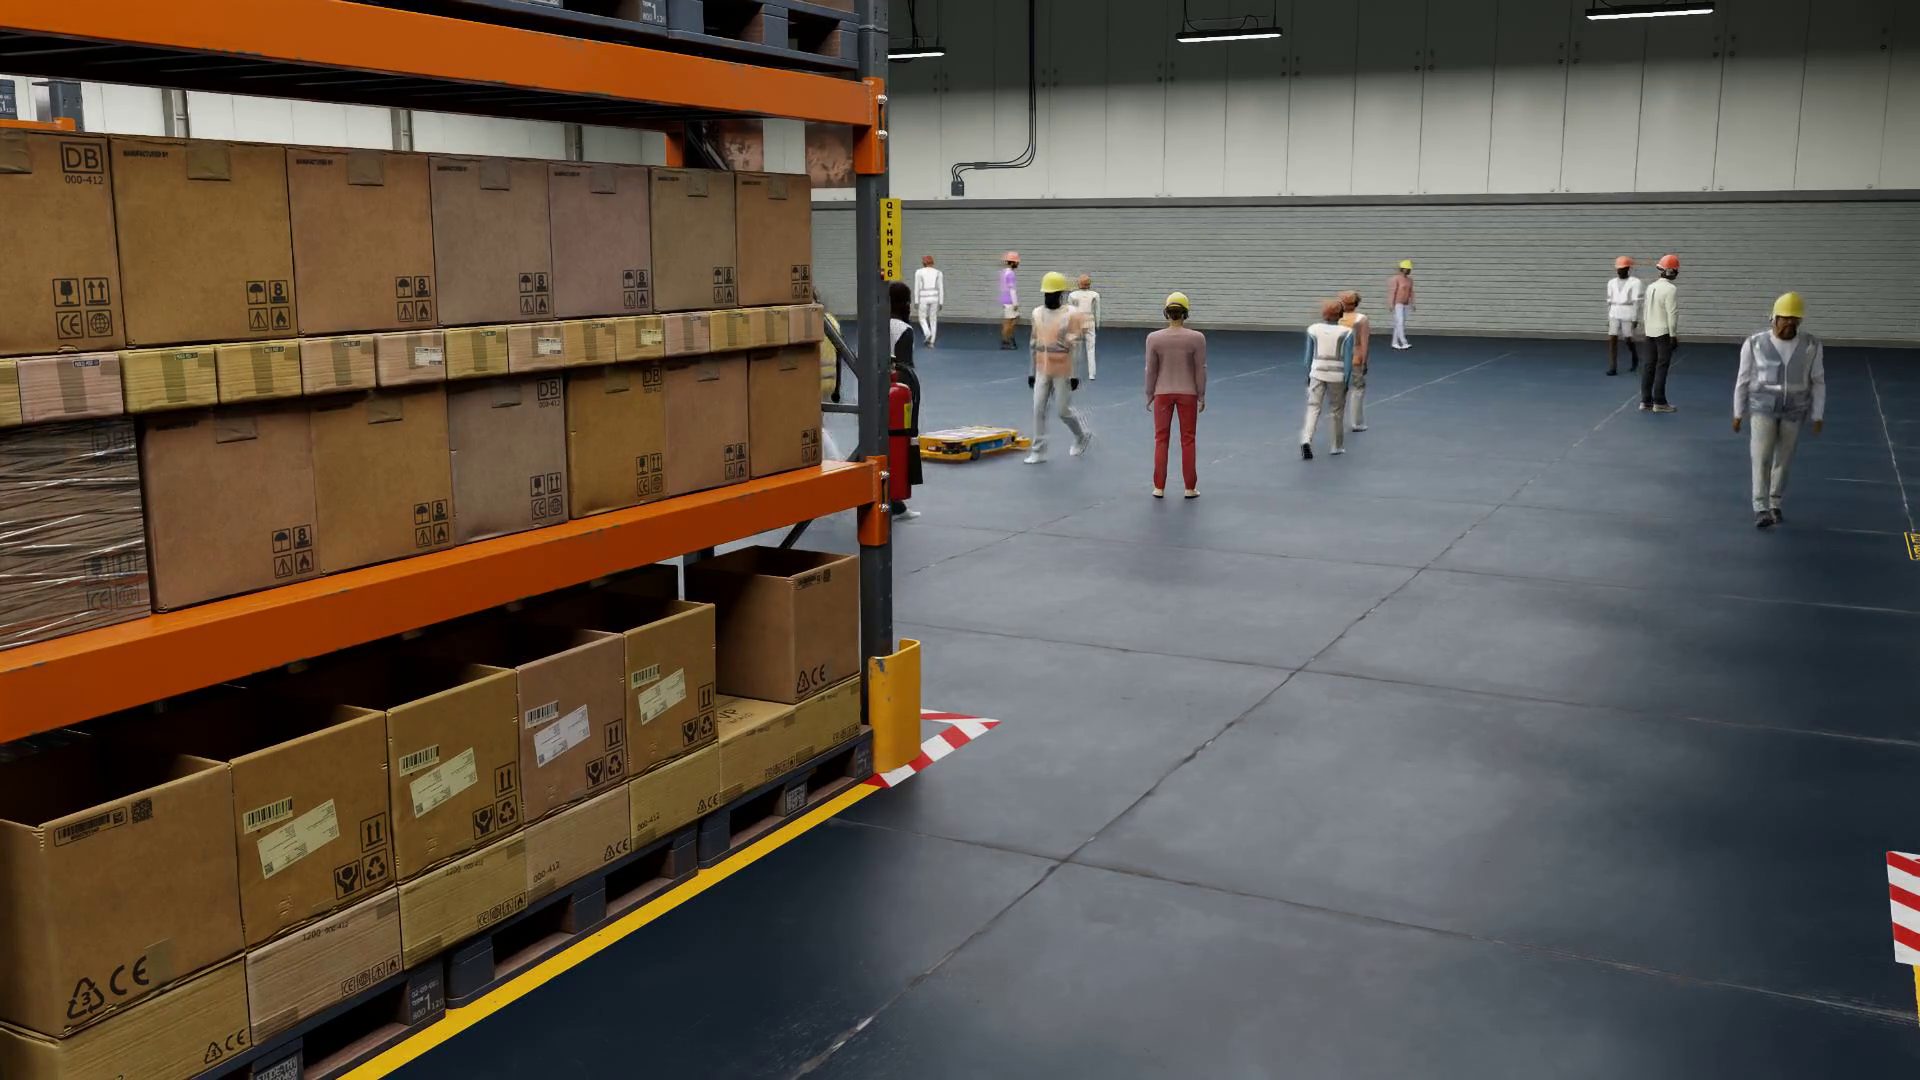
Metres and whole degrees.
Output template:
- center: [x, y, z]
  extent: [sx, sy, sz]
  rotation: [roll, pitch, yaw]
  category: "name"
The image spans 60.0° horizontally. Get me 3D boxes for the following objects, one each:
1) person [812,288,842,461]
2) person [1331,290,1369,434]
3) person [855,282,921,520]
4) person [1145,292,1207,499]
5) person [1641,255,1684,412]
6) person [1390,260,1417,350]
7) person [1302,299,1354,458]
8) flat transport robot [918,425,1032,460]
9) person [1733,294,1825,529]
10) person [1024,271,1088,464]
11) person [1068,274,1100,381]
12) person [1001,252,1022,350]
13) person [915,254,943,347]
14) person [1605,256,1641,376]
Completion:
- center: [-1.288, -1.298, 14.431]
  extent: [0.456, 1.815, 0.654]
  rotation: [6, 12, 31]
  category: "person"
- center: [4.420, -2.007, 18.822]
  extent: [0.538, 1.613, 0.681]
  rotation: [8, 13, 36]
  category: "person"
- center: [-0.628, -1.066, 12.990]
  extent: [0.679, 1.889, 0.611]
  rotation: [-7, 12, -33]
  category: "person"
- center: [1.842, -1.227, 14.208]
  extent: [0.523, 1.760, 0.324]
  rotation: [2, 11, 12]
  category: "person"
- center: [8.987, -2.636, 21.266]
  extent: [0.398, 1.986, 0.636]
  rotation: [-1, 10, -8]
  category: "person"
- center: [8.758, -4.601, 32.620]
  extent: [0.551, 1.738, 0.713]
  rotation: [-7, 12, -33]
  category: "person"
- center: [3.701, -1.630, 16.815]
  extent: [0.518, 1.613, 0.781]
  rotation: [6, 12, 29]
  category: "person"
- center: [0.079, -1.005, 17.056]
  extent: [0.652, 0.197, 1.431]
  rotation: [7, 13, 34]
  category: "flat transport robot"
- center: [6.314, -0.981, 12.780]
  extent: [0.619, 1.788, 0.840]
  rotation: [3, 11, 14]
  category: "person"
- center: [0.978, -1.706, 16.460]
  extent: [0.618, 1.898, 0.732]
  rotation: [8, 13, 38]
  category: "person"
- center: [1.912, -3.282, 25.737]
  extent: [0.523, 1.639, 0.306]
  rotation: [-1, 10, -8]
  category: "person"
- center: [1.057, -4.685, 32.627]
  extent: [0.591, 1.914, 0.567]
  rotation: [-1, 10, -8]
  category: "person"
- center: [-0.632, -4.814, 33.458]
  extent: [0.606, 1.870, 0.416]
  rotation: [-3, 11, -16]
  category: "person"
- center: [10.667, -3.599, 26.703]
  extent: [0.681, 1.922, 0.548]
  rotation: [-10, 14, -43]
  category: "person"
